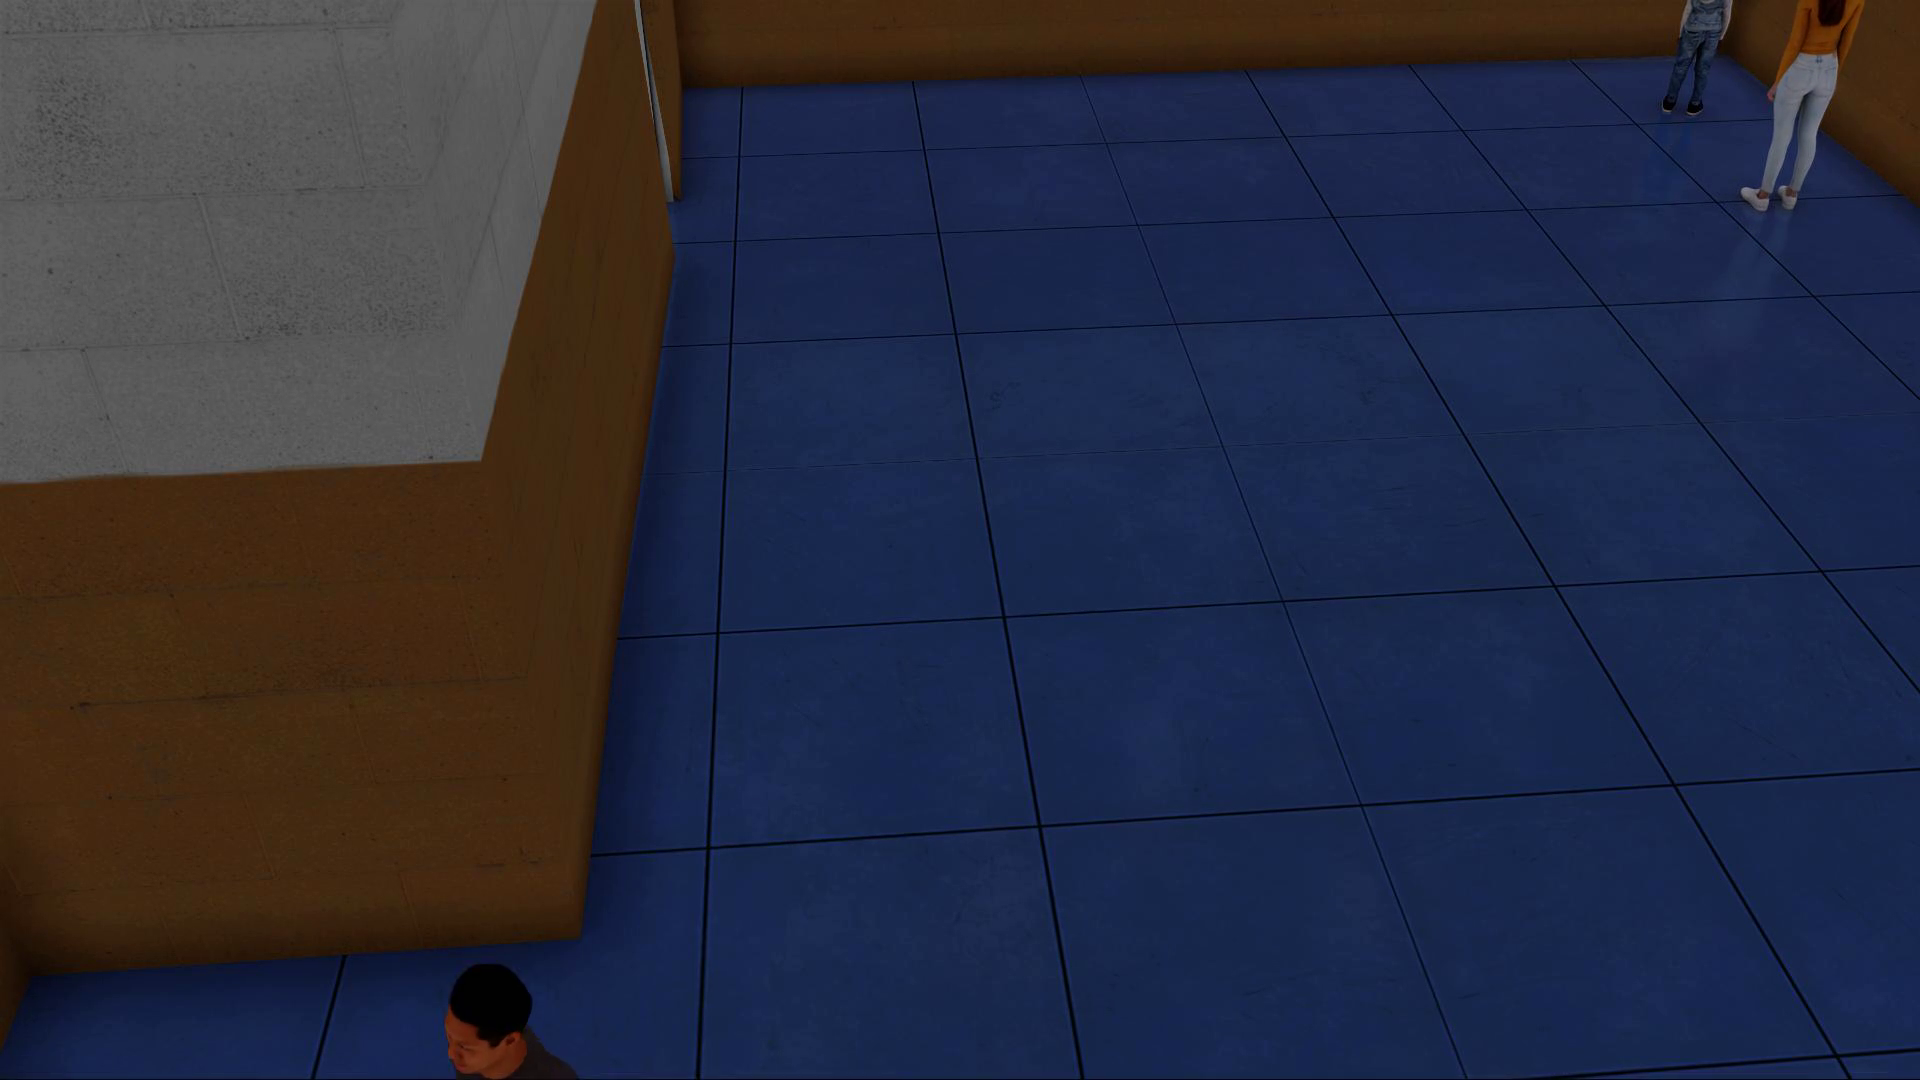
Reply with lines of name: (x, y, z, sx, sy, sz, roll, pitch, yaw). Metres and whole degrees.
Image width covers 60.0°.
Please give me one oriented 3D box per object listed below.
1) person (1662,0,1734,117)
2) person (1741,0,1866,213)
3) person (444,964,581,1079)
person: (5.456, -3.761, 12.236, 0.545, 1.261, 0.623, 15, 39, 19)
person: (5.502, -2.978, 10.786, 0.527, 1.751, 0.667, 1, 37, 1)
person: (-1.027, 1.717, 4.547, 1.158, 1.731, 1.098, -24, 43, -29)
